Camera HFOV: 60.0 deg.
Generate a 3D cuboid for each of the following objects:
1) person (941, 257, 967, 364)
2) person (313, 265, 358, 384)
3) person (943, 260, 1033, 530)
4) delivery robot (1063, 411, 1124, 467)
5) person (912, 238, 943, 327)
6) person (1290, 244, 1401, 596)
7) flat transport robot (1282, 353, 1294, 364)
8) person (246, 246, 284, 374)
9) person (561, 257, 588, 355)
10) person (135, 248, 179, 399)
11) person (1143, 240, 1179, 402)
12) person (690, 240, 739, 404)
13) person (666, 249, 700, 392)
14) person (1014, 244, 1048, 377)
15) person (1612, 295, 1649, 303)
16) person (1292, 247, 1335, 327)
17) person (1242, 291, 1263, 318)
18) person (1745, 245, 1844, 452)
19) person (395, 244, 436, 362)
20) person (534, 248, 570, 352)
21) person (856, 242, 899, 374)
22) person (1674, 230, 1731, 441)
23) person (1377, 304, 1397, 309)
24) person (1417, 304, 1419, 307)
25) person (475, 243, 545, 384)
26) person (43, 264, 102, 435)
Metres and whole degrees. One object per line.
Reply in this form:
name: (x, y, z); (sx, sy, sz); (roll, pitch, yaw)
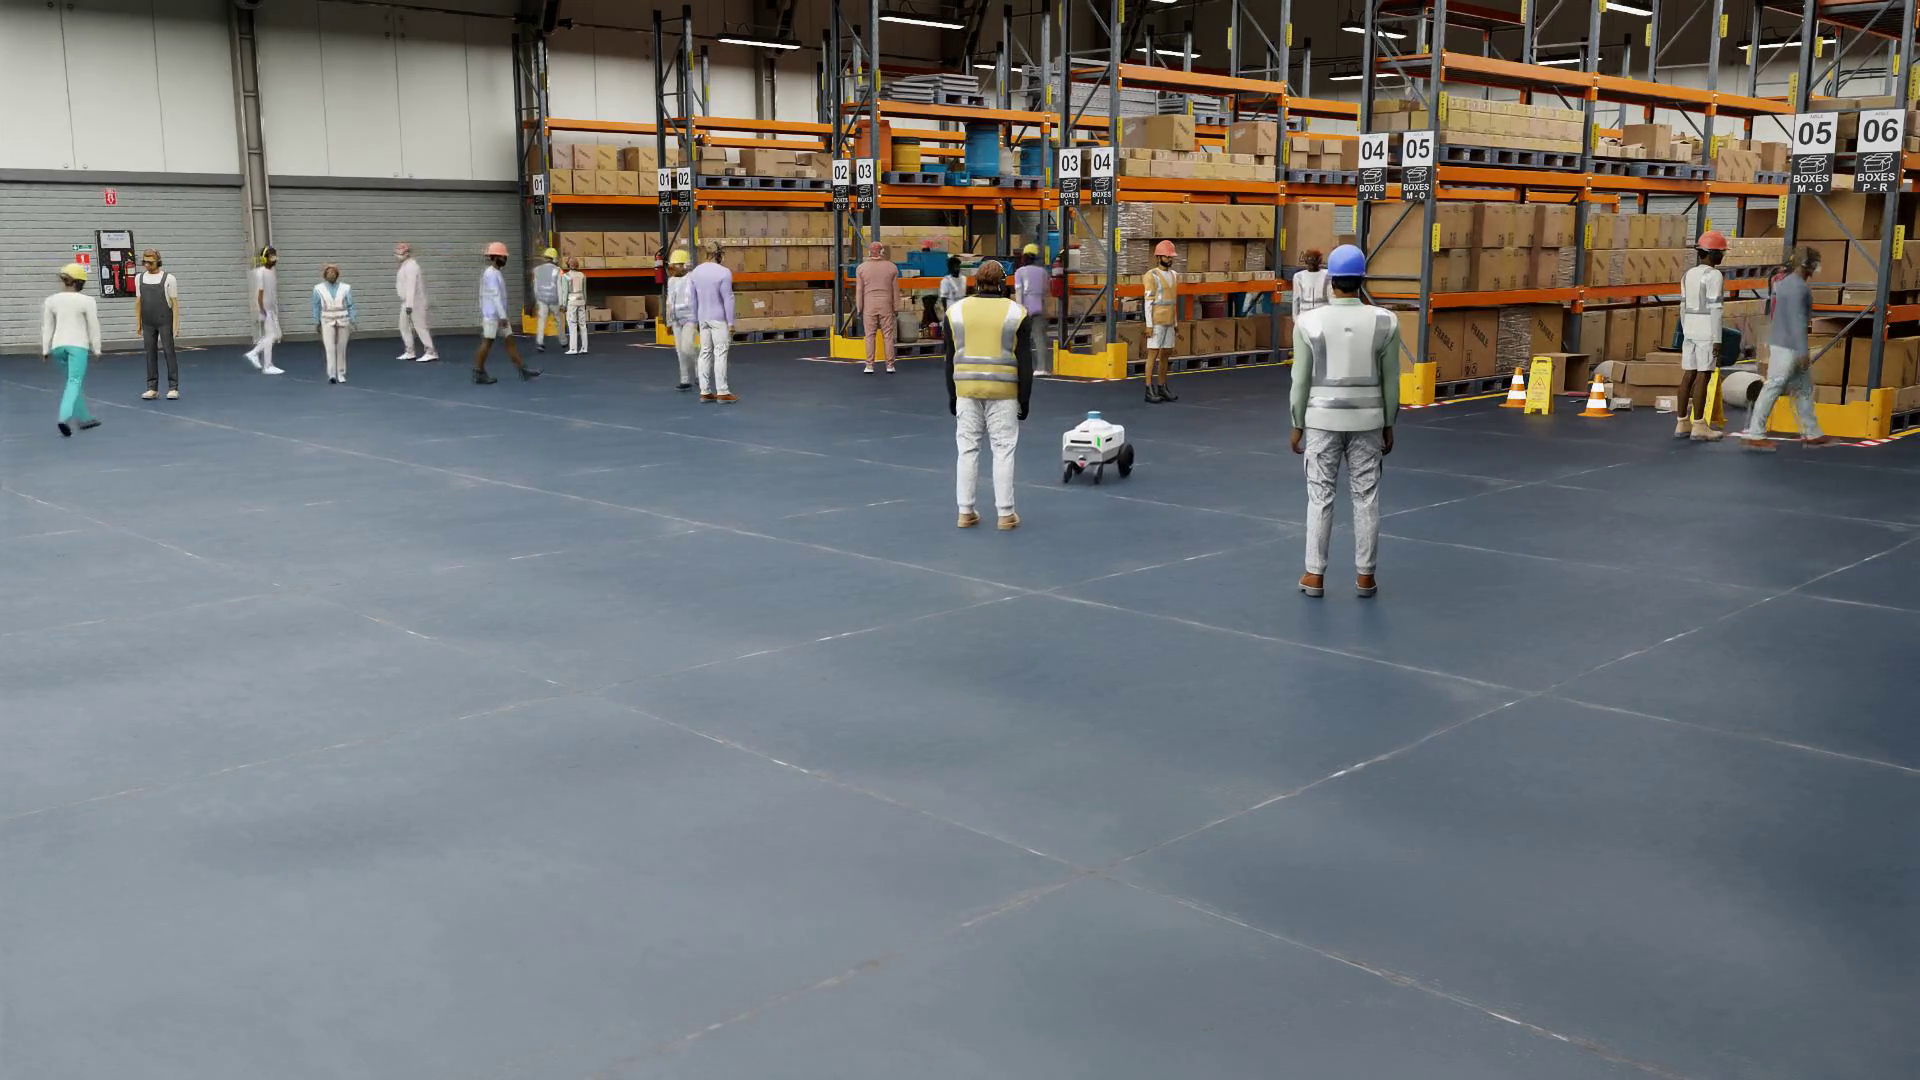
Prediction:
person: (-0.084, -3.550, 25.799); (0.563, 1.660, 0.568); (-8, 13, -39)
person: (-8.432, -2.906, 22.475); (0.530, 1.593, 0.841); (-5, 11, -24)
person: (0.201, -1.001, 11.470); (0.619, 1.836, 0.431); (2, 11, 13)
delivery robot: (1.117, -0.827, 13.853); (0.477, 0.478, 0.707); (4, 11, 22)
person: (-0.588, -4.427, 29.848); (0.641, 1.939, 1.053); (9, 14, 41)
person: (2.136, -0.658, 9.263); (0.602, 1.950, 0.381); (1, 10, 5)
flat transport robot: (5.716, -2.858, 25.956); (1.431, 0.197, 0.652); (-10, 14, -43)
person: (-10.139, -3.348, 24.213); (0.533, 1.841, 0.562); (0, 10, -2)
person: (-6.507, -3.951, 28.068); (0.310, 1.638, 0.523); (7, 13, 35)
person: (-9.863, -2.652, 20.439); (0.504, 1.840, 0.345); (-1, 10, -4)
person: (2.466, -2.644, 20.126); (0.552, 1.935, 0.367); (-9, 14, -42)
person: (-2.952, -2.620, 19.989); (0.637, 1.938, 0.355); (7, 12, 33)
person: (-3.543, -2.812, 21.370); (0.626, 1.816, 0.430); (7, 13, 34)
person: (0.952, -3.284, 23.808); (0.600, 1.862, 1.002); (-7, 13, -34)
person: (11.503, -4.112, 28.509); (1.129, 1.800, 0.657); (-9, 13, -39)
person: (4.759, -3.012, 22.387); (0.573, 1.854, 0.914); (3, 11, 14)
person: (5.587, -4.659, 31.439); (0.538, 1.832, 0.960); (10, 15, 44)
person: (7.815, -1.755, 15.383); (0.941, 1.892, 0.665); (5, 11, 23)
person: (-8.688, -3.752, 26.365); (0.717, 1.866, 0.663); (-6, 12, -32)
person: (-7.134, -4.175, 28.902); (0.602, 1.787, 0.925); (3, 11, 15)
person: (-1.202, -3.378, 24.229); (0.638, 1.904, 0.402); (-1, 10, -7)
person: (7.352, -2.021, 16.437); (0.377, 2.045, 0.605); (-1, 10, -7)
person: (6.905, -3.856, 26.885); (0.547, 1.884, 0.996); (9, 14, 41)
person: (6.663, -3.178, 23.274); (0.814, 1.855, 0.600); (-10, 14, -42)
person: (-6.173, -3.065, 22.543); (0.962, 1.888, 0.574); (-1, 10, -6)
person: (-9.091, -1.951, 16.957); (0.565, 1.714, 0.901); (1, 10, 5)
